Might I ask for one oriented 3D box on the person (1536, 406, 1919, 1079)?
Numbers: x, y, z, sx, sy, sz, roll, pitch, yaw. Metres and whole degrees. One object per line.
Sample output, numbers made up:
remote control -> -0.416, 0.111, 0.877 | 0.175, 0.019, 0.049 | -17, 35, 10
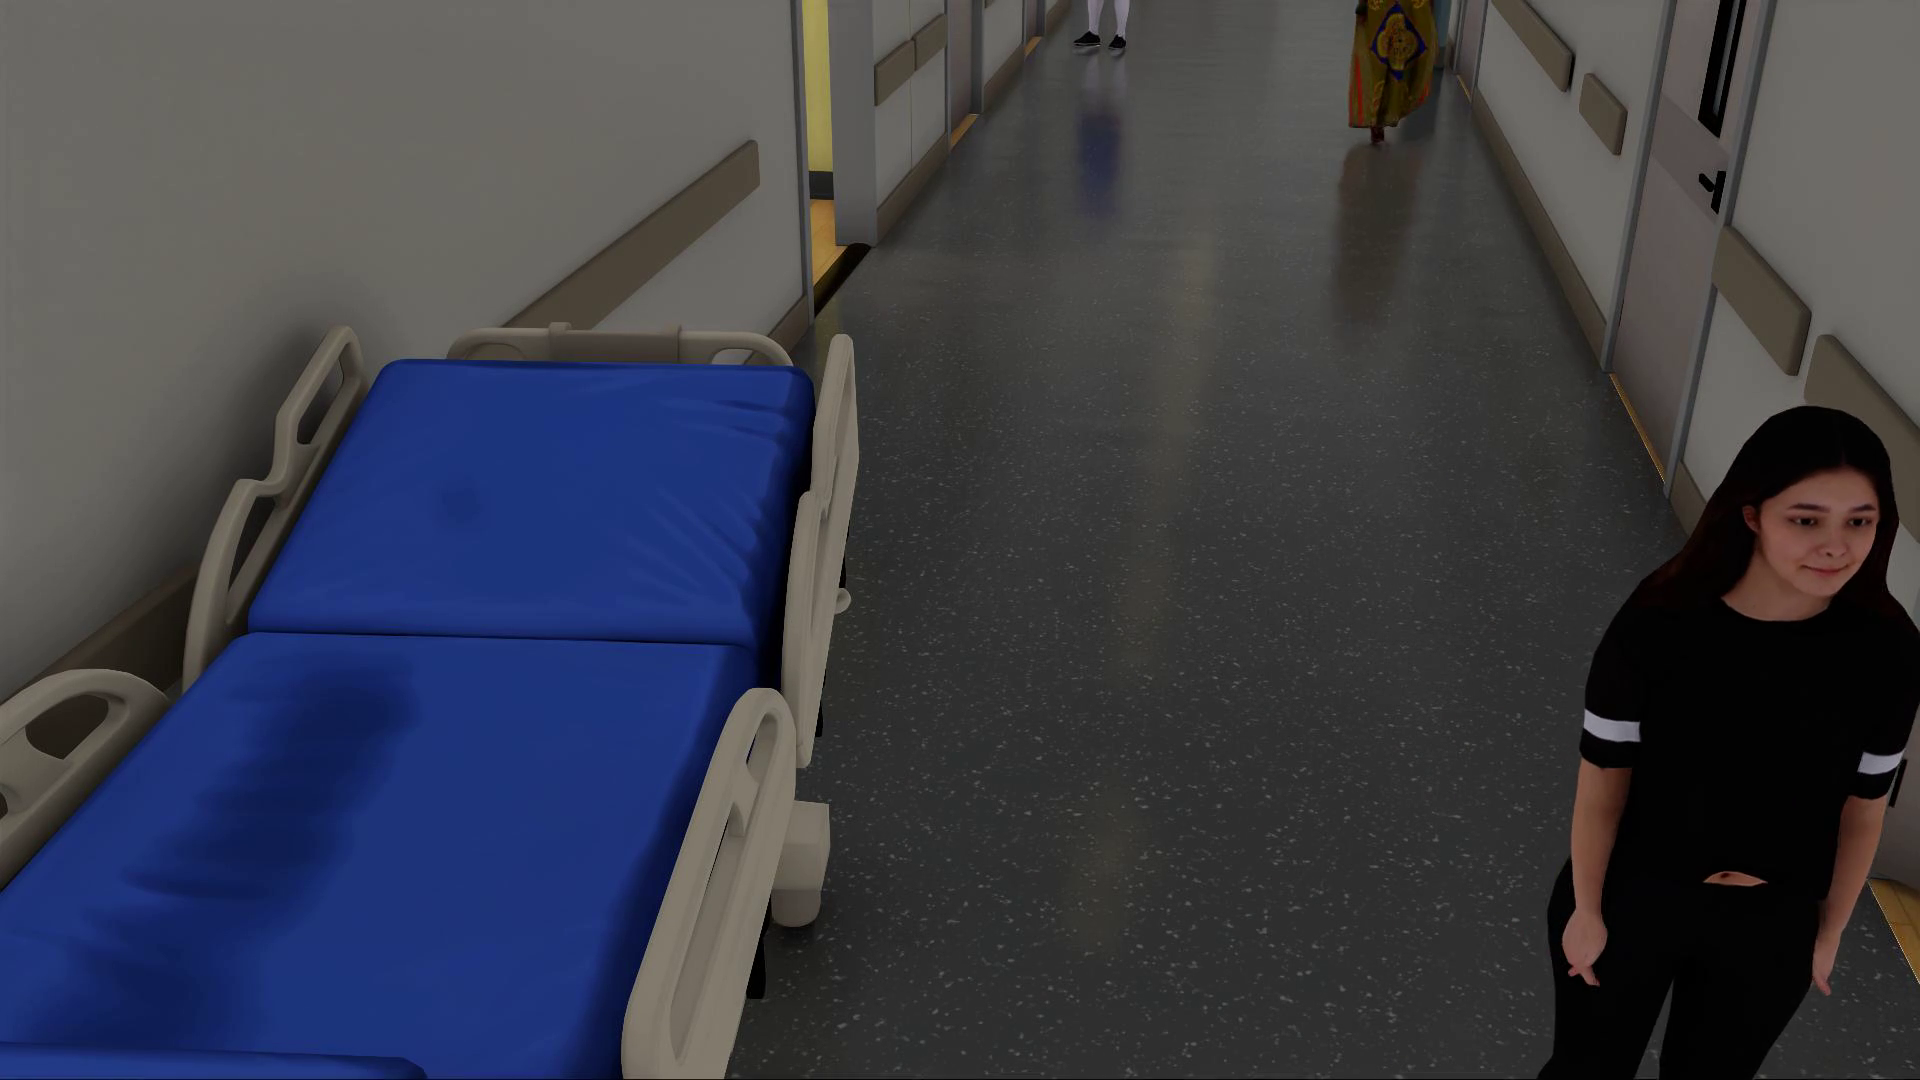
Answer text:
person -> 1.121, 0.551, 2.534 | 0.498, 1.636, 0.647 | 4, 26, 9

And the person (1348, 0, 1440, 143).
person -> 2.830, -3.466, 10.852 | 0.964, 1.647, 0.875 | 2, 26, 5

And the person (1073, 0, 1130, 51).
person -> 1.256, -5.100, 14.017 | 0.658, 1.841, 0.808 | 17, 30, 31
